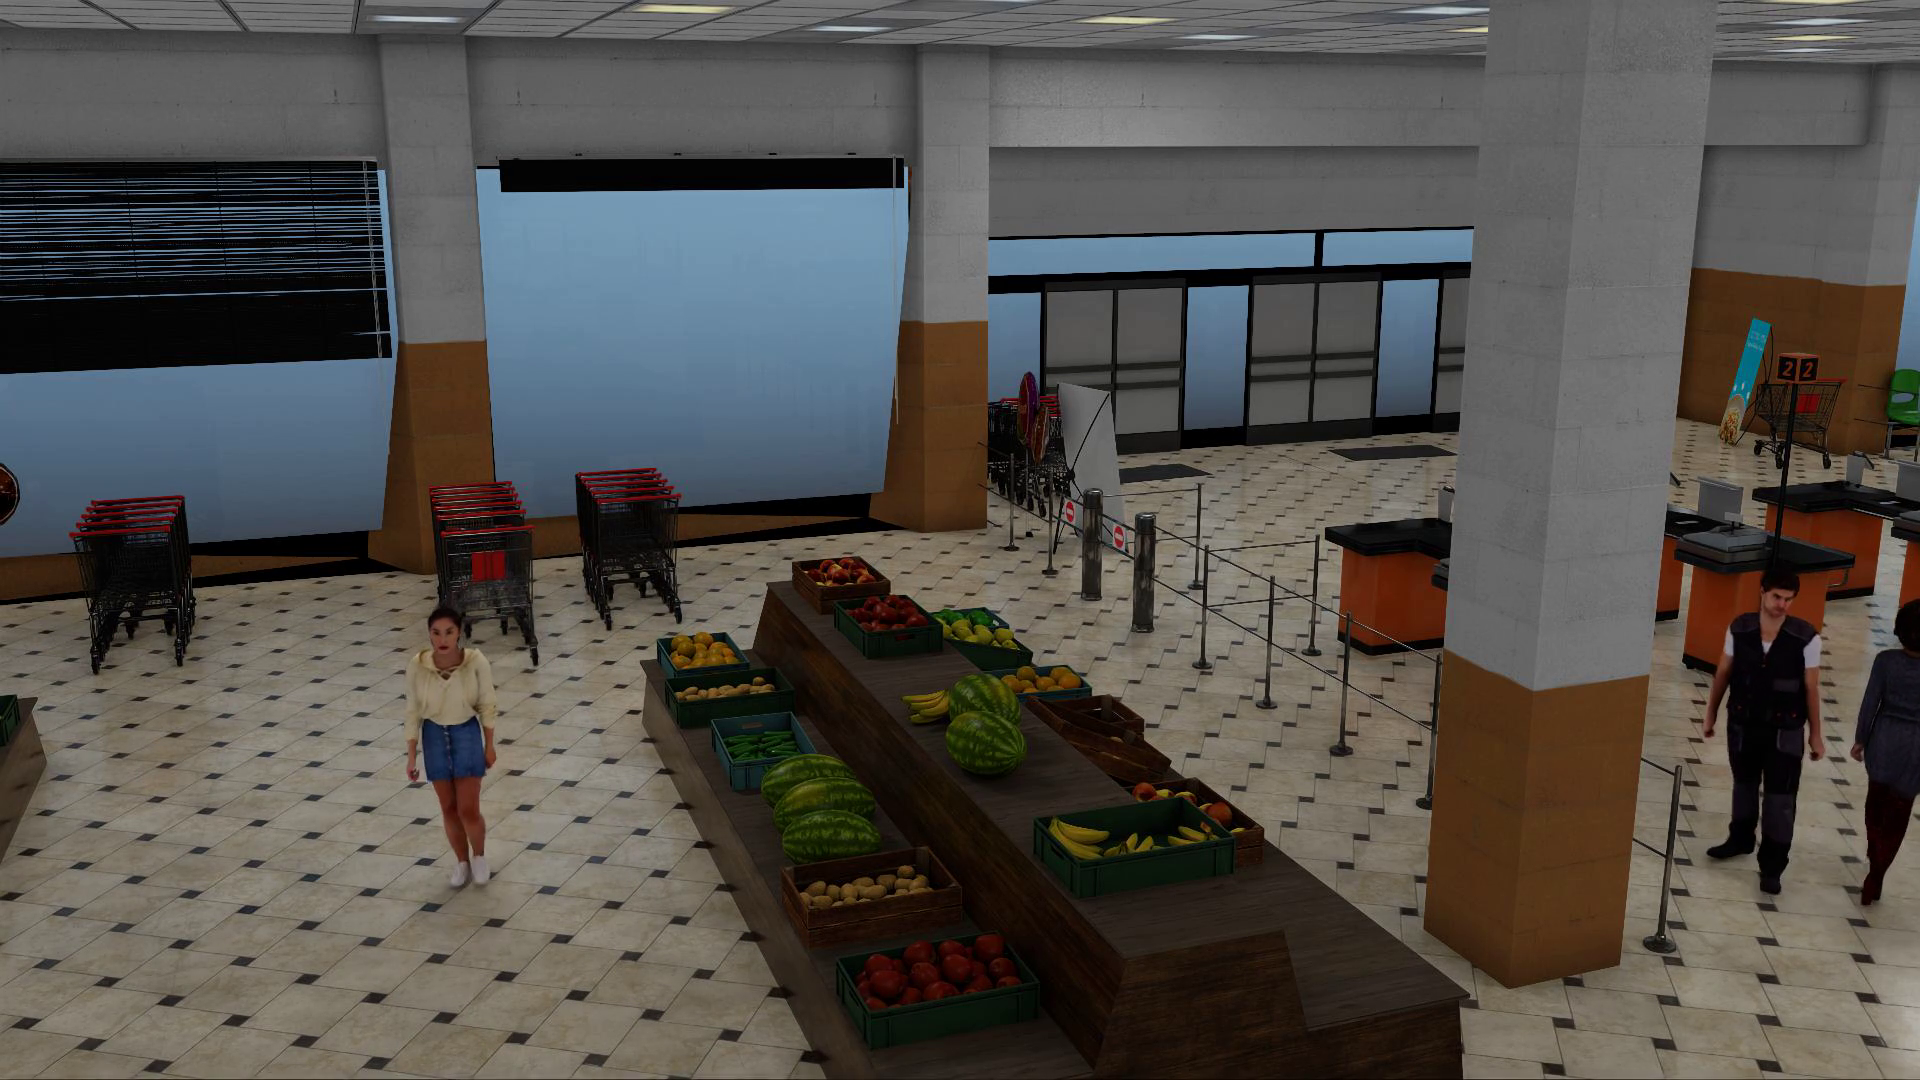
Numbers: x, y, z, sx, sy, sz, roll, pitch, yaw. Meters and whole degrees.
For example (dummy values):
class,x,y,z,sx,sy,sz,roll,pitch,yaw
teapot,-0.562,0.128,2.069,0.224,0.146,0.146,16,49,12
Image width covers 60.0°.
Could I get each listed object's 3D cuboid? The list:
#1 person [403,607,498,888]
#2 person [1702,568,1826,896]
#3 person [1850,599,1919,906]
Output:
class,x,y,z,sx,sy,sz,roll,pitch,yaw
person,-2.811,1.135,9.279,0.715,1.620,0.688,-1,14,-3
person,4.547,1.022,9.322,1.056,1.818,0.989,-11,18,-39
person,5.048,1.176,8.964,0.948,1.688,0.910,12,18,40
